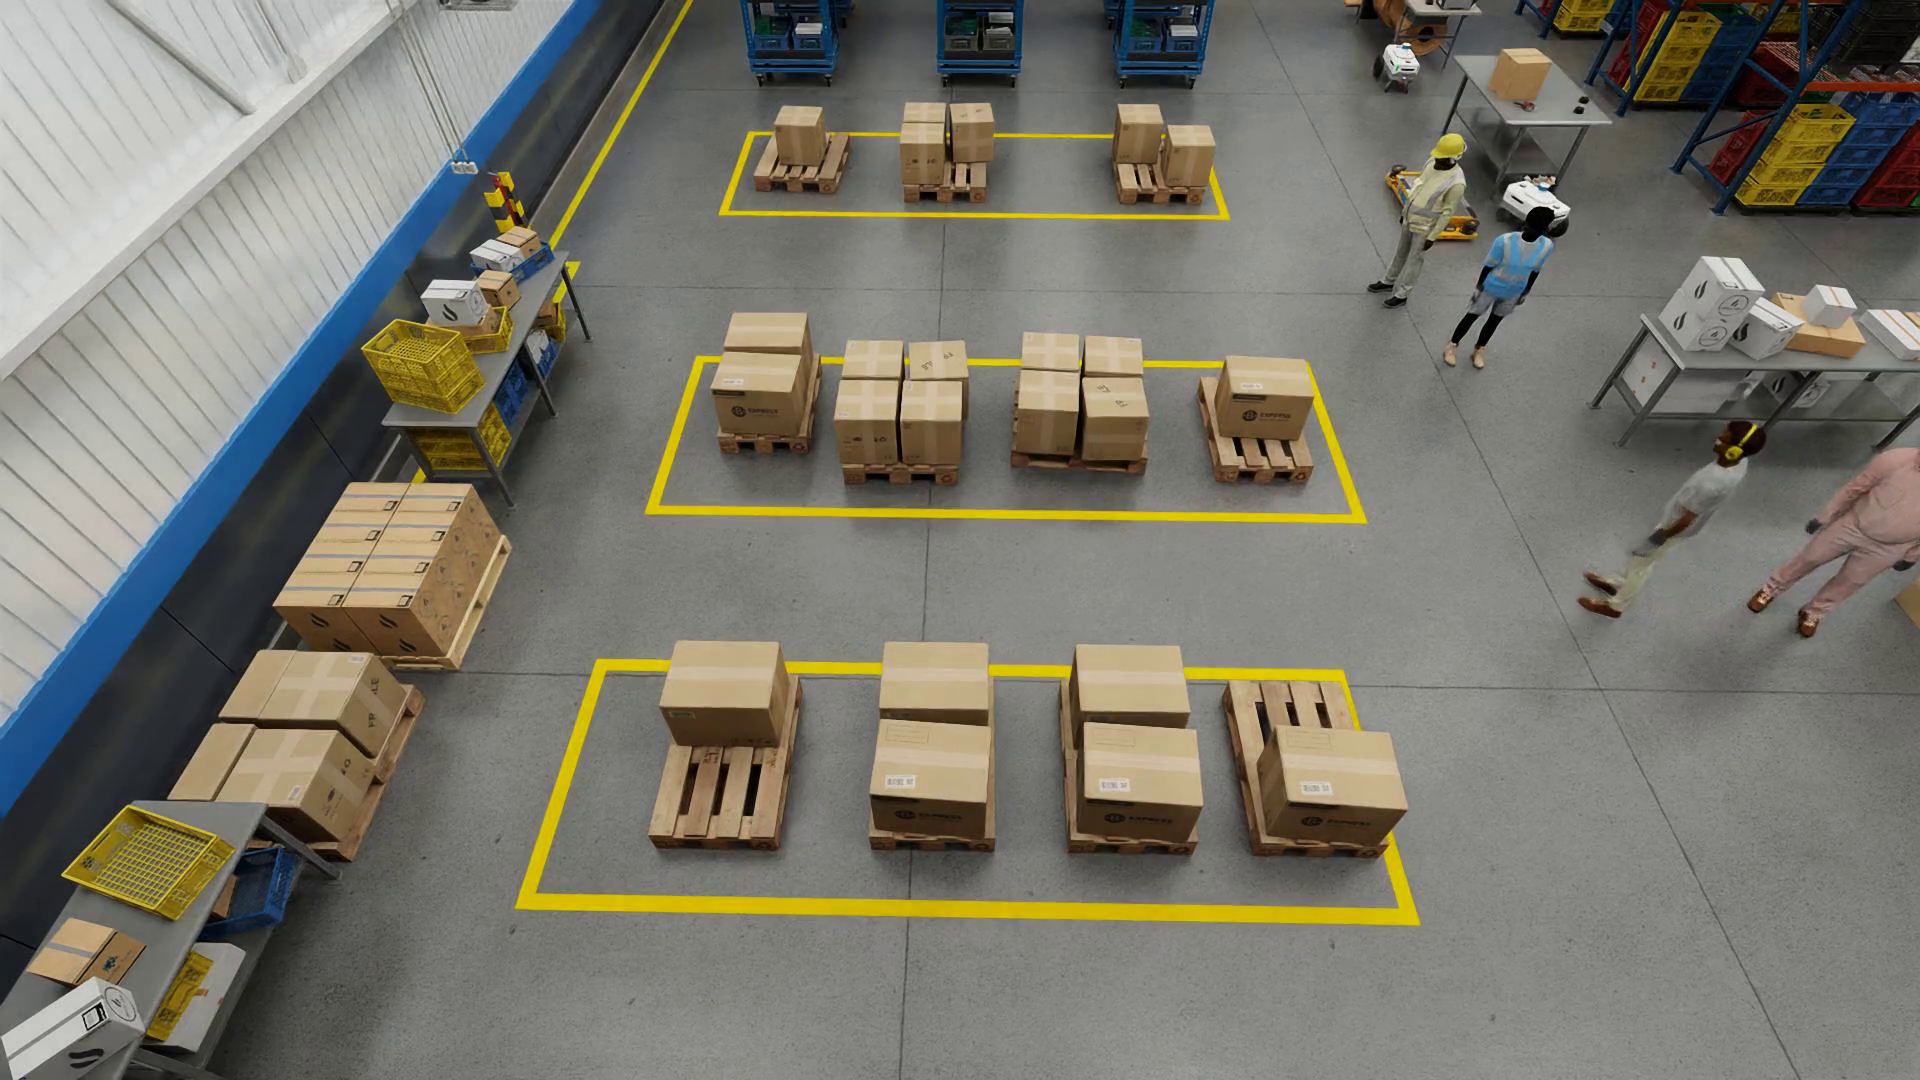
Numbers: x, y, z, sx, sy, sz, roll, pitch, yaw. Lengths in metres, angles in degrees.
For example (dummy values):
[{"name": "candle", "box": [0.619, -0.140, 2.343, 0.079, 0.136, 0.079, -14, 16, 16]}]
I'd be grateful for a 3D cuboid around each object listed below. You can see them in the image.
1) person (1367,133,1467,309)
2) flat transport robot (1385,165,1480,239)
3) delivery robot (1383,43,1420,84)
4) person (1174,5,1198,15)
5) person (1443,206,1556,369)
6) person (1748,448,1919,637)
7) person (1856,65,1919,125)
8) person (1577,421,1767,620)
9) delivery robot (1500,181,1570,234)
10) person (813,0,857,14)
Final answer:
[{"name": "person", "box": [4.662, -3.224, 9.285, 0.403, 1.825, 0.586, -10, 50, -8]}, {"name": "flat transport robot", "box": [5.692, -4.094, 11.059, 0.652, 0.197, 1.431, 1, 49, 1]}, {"name": "delivery robot", "box": [6.378, -6.917, 13.256, 0.477, 0.478, 0.707, 3, 49, 2]}, {"name": "person", "box": [3.817, -9.392, 14.743, 0.514, 1.642, 0.310, 31, 56, 24]}, {"name": "person", "box": [5.097, -2.364, 8.630, 0.535, 1.694, 0.319, 6, 49, 5]}, {"name": "person", "box": [6.441, -0.042, 6.488, 0.680, 1.896, 0.397, 33, 57, 25]}, {"name": "person", "box": [11.809, -5.864, 11.533, 0.353, 1.883, 0.573, -10, 50, -9]}, {"name": "person", "box": [5.087, -0.117, 6.569, 0.336, 1.869, 0.516, 37, 58, 27]}, {"name": "delivery robot", "box": [6.679, -3.896, 10.641, 0.477, 0.478, 0.707, -16, 51, -14]}, {"name": "person", "box": [-2.108, -9.396, 14.531, 0.774, 1.972, 0.639, 30, 56, 23]}]
